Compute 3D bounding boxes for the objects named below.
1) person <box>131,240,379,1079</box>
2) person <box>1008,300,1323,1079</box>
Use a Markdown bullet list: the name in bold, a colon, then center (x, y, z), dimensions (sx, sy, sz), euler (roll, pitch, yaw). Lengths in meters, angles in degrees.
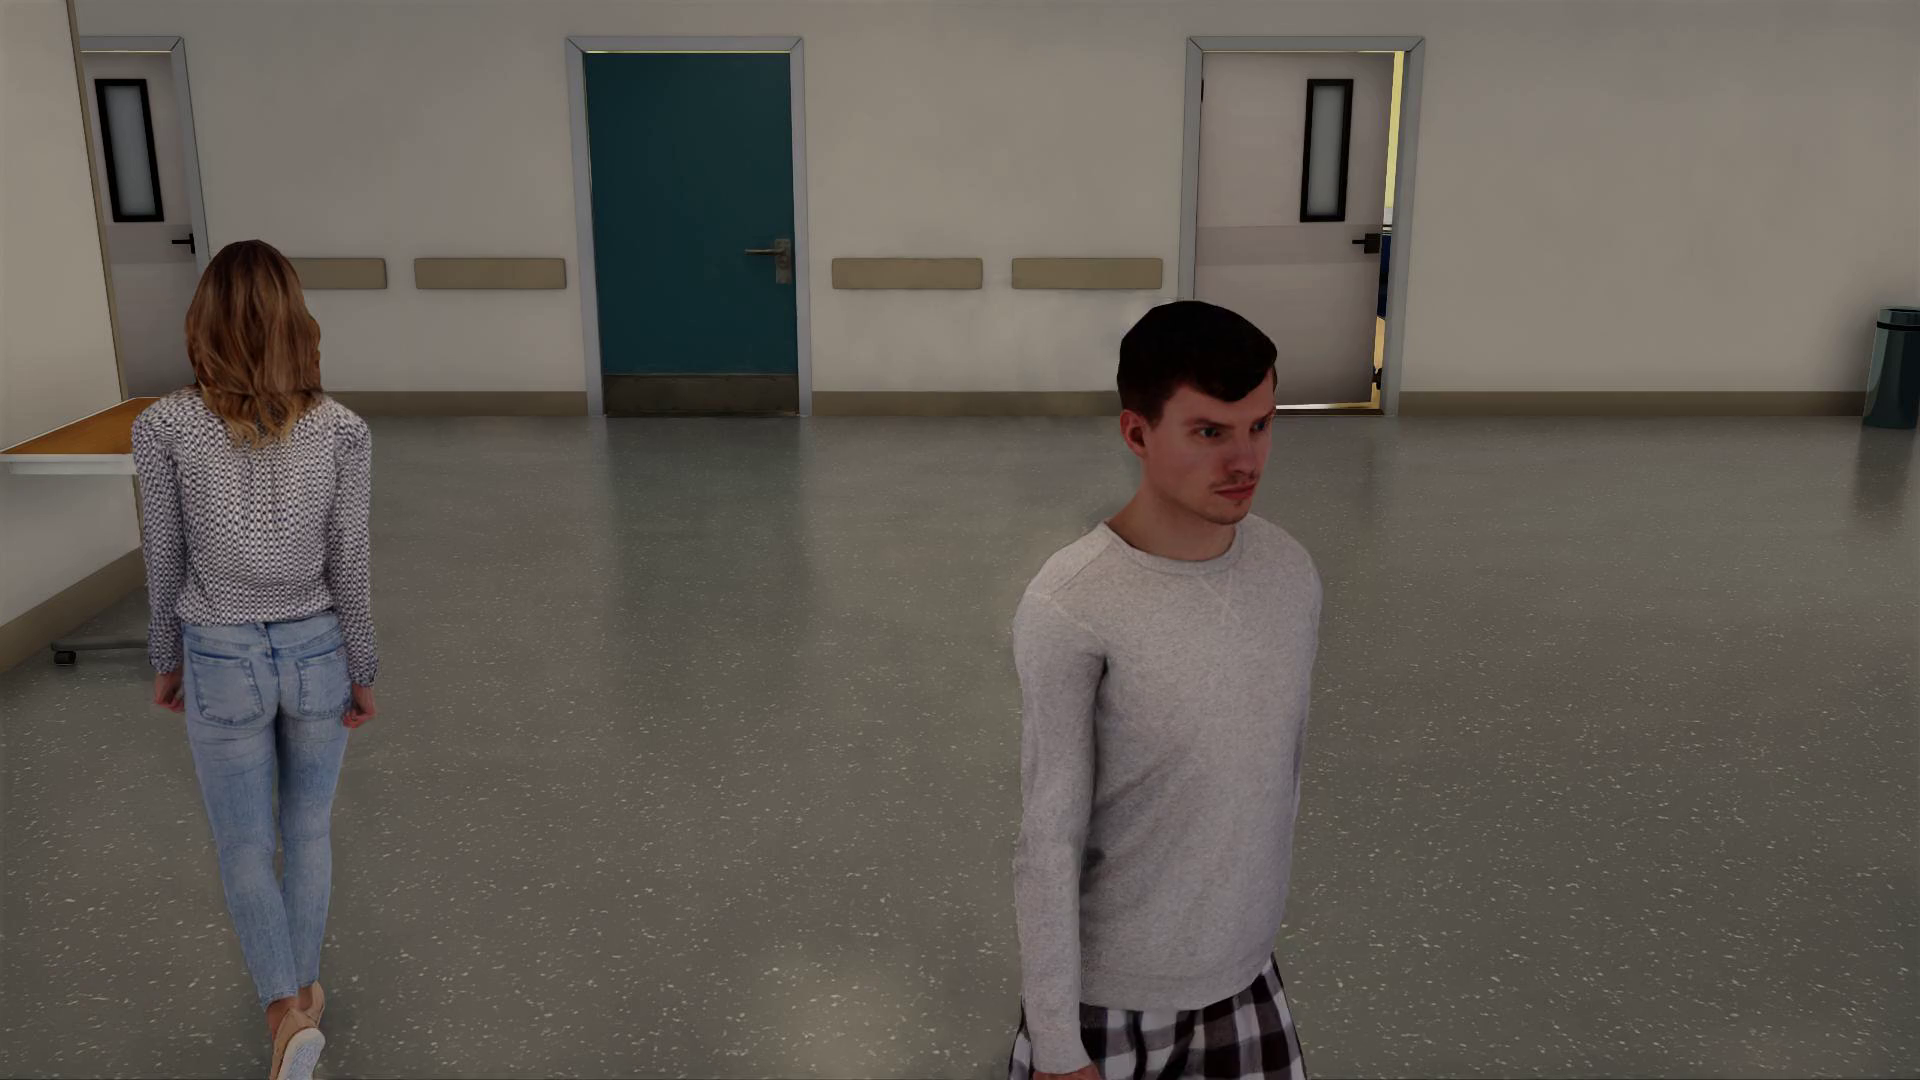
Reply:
- **person**: center (-1.378, 0.324, 3.341), dimensions (1.064, 1.768, 0.948), euler (-7, 17, -22)
- **person**: center (0.212, 0.591, 2.357), dimensions (1.206, 1.790, 1.038), euler (-7, 17, -25)
